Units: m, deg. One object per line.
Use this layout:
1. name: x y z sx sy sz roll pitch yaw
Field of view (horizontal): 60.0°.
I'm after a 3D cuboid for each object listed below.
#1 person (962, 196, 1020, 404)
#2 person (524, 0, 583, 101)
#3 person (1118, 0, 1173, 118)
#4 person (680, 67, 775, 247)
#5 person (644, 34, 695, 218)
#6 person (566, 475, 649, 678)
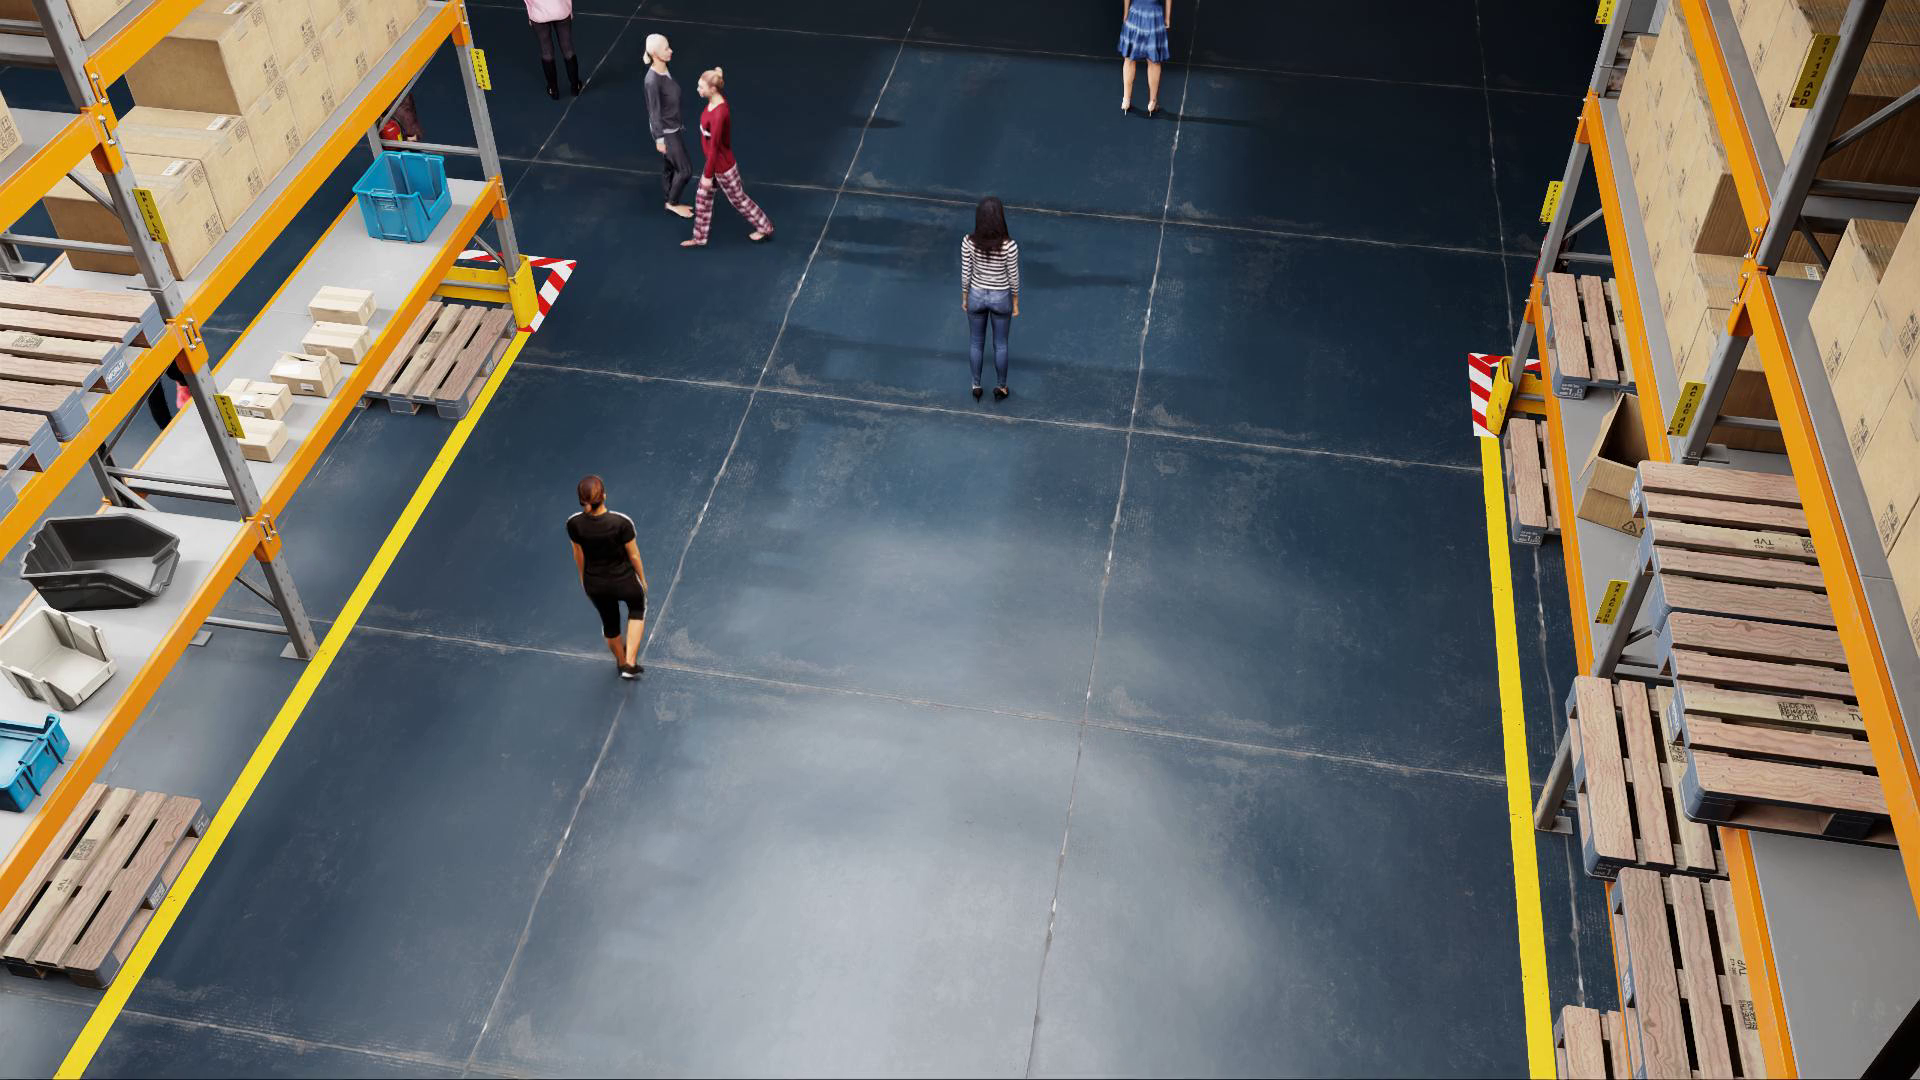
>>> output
1. person: 0.223 -1.794 12.608 0.576 1.797 0.472 7 44 8
2. person: -3.987 -5.108 16.166 0.683 1.688 0.685 -12 45 -12
3. person: 1.771 -4.898 15.861 0.662 1.804 0.553 8 44 8
4. person: -1.964 -3.215 14.205 1.006 1.653 1.094 -12 45 -12
5. person: -2.648 -3.629 14.591 0.720 1.719 0.554 3 44 3
6. person: -2.211 0.304 10.508 0.619 1.657 0.671 3 44 3
